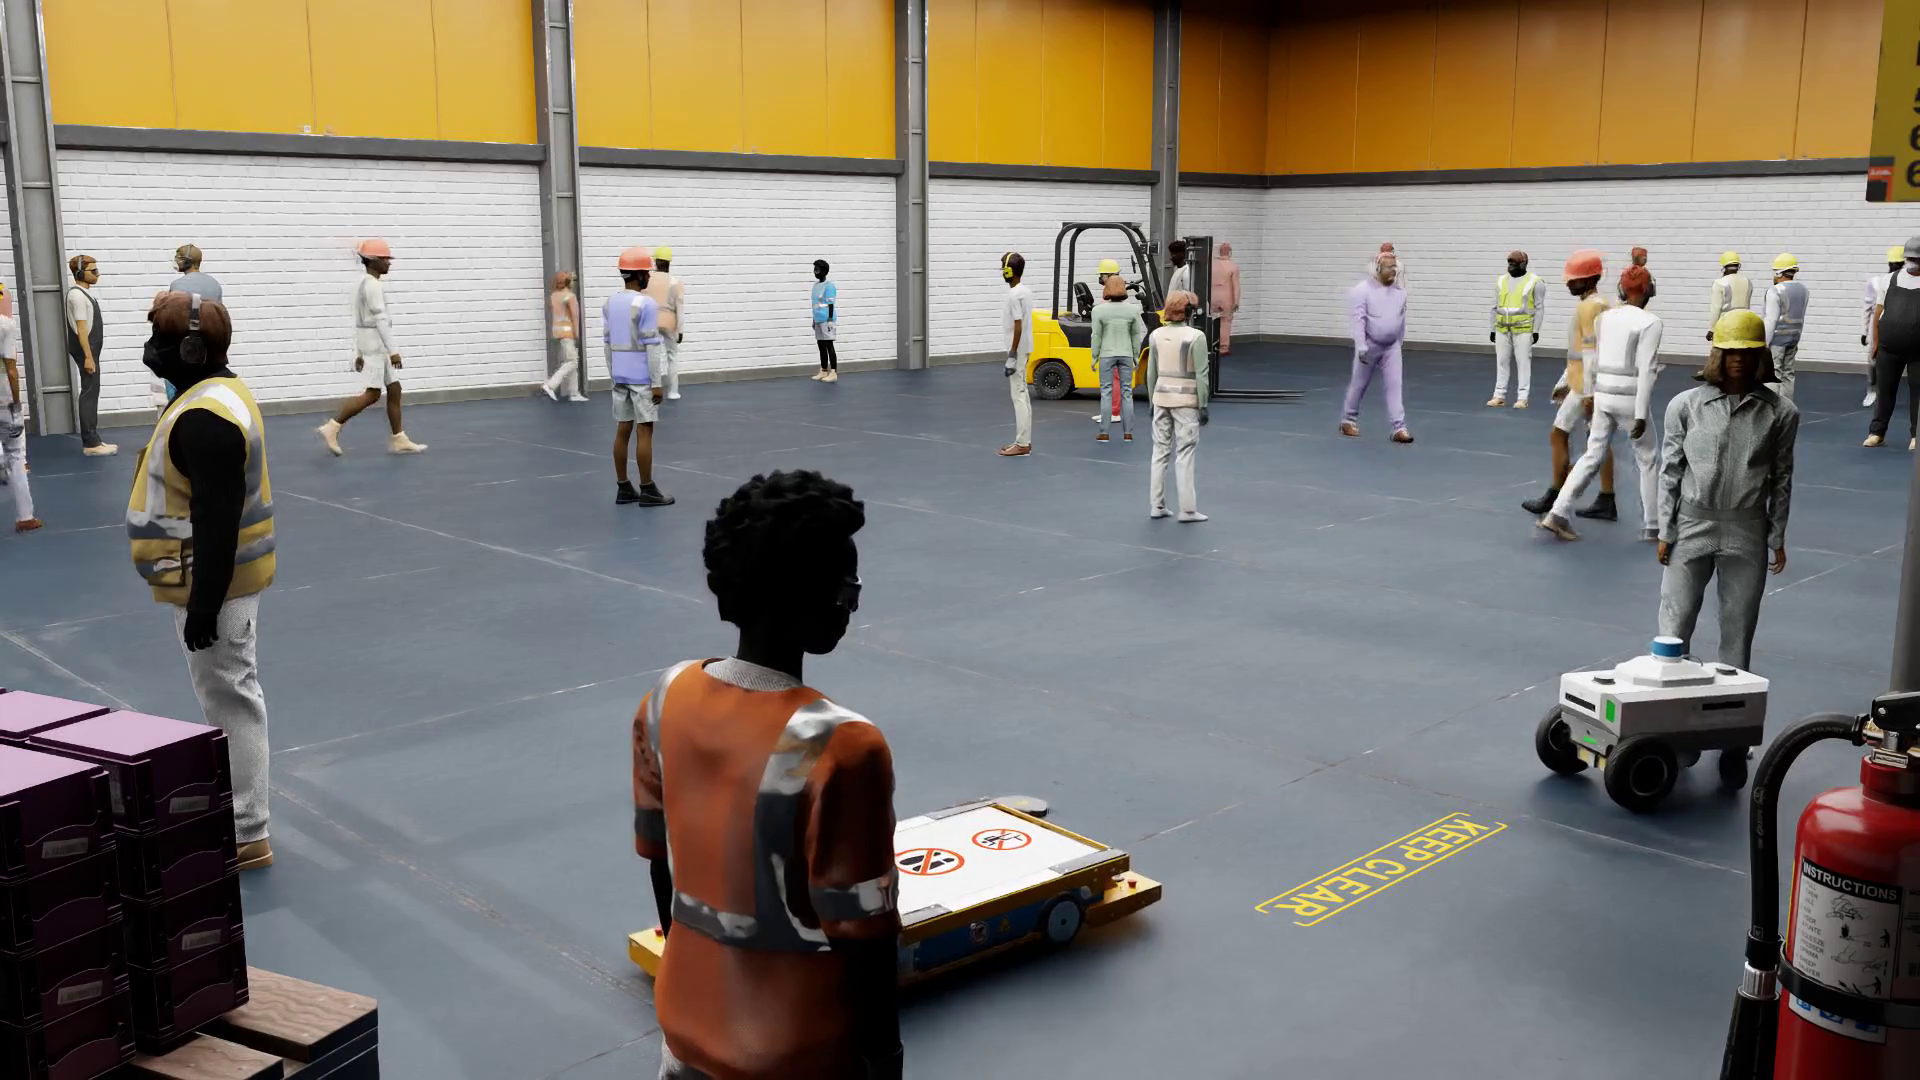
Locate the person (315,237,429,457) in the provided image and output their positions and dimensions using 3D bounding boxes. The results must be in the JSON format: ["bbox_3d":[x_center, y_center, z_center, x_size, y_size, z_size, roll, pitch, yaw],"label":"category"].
[{"bbox_3d":[-5.433,-1.755,15.216,0.912,2.016,0.606,-4,11,-21],"label":"person"}]

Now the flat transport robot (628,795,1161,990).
[{"bbox_3d":[-0.153,1.030,4.754,1.431,0.197,0.652,-8,13,-39],"label":"flat transport robot"}]

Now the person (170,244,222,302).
[{"bbox_3d":[-7.253,-1.834,15.819,0.359,1.939,0.635,2,11,12],"label":"person"}]

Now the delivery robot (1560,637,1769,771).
[{"bbox_3d":[2.575,0.598,6.083,0.707,0.478,0.477,-3,11,-14],"label":"delivery robot"}]

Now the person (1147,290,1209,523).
[{"bbox_3d":[1.541,-0.941,11.775,0.310,1.636,0.522,-9,14,-42],"label":"person"}]

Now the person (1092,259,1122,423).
[{"bbox_3d":[1.606,-2.149,18.013,0.308,1.769,0.524,-1,10,-3],"label":"person"}]

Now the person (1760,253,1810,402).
[{"bbox_3d":[8.672,-2.110,17.614,0.600,1.831,0.404,-6,12,-29],"label":"person"}]

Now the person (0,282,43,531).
[{"bbox_3d":[-6.499,-0.890,11.041,0.532,1.824,0.921,-1,10,-5],"label":"person"}]

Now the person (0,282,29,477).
[{"bbox_3d":[-8.191,-1.529,14.037,0.614,1.987,0.404,7,13,34],"label":"person"}]

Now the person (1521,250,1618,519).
[{"bbox_3d":[4.393,-1.091,11.823,0.720,1.908,0.582,7,13,34],"label":"person"}]

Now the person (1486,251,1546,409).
[{"bbox_3d":[6.512,-2.460,19.532,0.637,1.841,0.429,10,15,44],"label":"person"}]

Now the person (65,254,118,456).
[{"bbox_3d":[-8.027,-1.699,15.341,0.331,1.844,0.520,-5,11,-24],"label":"person"}]

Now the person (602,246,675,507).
[{"bbox_3d":[-2.418,-1.217,12.458,0.546,1.939,0.375,8,13,38],"label":"person"}]

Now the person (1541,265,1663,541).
[{"bbox_3d":[4.323,-0.889,10.967,0.945,1.845,0.571,-4,11,-23],"label":"person"}]

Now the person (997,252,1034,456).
[{"bbox_3d":[0.507,-1.697,15.282,0.333,1.866,0.515,2,11,12],"label":"person"}]

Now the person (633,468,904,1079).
[{"bbox_3d":[-0.265,0.736,2.472,0.316,1.694,0.541,-10,14,-44],"label":"person"}]

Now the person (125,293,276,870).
[{"bbox_3d":[-2.403,0.142,5.306,0.429,1.847,0.627,-4,11,-23],"label":"person"}]

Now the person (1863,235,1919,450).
[{"bbox_3d":[8.974,-1.870,15.739,0.674,2.000,0.535,9,14,41],"label":"person"}]

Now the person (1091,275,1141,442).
[{"bbox_3d":[1.526,-1.775,16.327,0.500,1.636,0.285,-1,10,-8],"label":"person"}]

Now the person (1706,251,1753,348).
[{"bbox_3d":[9.427,-2.629,20.457,0.591,1.829,0.404,-4,11,-21],"label":"person"}]

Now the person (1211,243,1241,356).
[{"bbox_3d":[4.400,-4.034,27.936,0.670,1.893,0.487,8,13,37],"label":"person"}]

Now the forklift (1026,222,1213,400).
[{"bbox_3d":[1.935,-2.847,20.651,2.313,2.155,1.214,2,11,13],"label":"forklift"}]

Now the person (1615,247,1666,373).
[{"bbox_3d":[9.743,-3.266,23.900,0.965,1.836,0.575,7,13,34],"label":"person"}]

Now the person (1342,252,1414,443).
[{"bbox_3d":[4.150,-1.916,16.495,0.636,1.863,0.992,-3,11,-14],"label":"person"}]

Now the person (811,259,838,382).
[{"bbox_3d":[-1.892,-3.040,23.077,0.319,1.691,0.535,-7,12,-32],"label":"person"}]

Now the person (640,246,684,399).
[{"bbox_3d":[-3.648,-2.629,20.278,0.591,1.899,0.810,1,10,3],"label":"person"}]

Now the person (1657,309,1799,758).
[{"bbox_3d":[2.955,-0.018,6.454,0.483,1.745,0.301,3,11,16],"label":"person"}]

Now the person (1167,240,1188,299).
[{"bbox_3d":[2.890,-2.949,21.848,0.375,1.959,0.603,-1,10,-7],"label":"person"}]

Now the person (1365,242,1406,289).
[{"bbox_3d":[6.886,-3.861,26.963,0.653,1.906,0.405,5,11,24],"label":"person"}]

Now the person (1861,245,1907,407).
[{"bbox_3d":[10.742,-2.438,19.211,0.586,1.914,0.408,6,12,28],"label":"person"}]

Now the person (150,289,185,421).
[{"bbox_3d":[-5.587,-0.956,11.846,0.315,1.641,0.514,-4,11,-20],"label":"person"}]

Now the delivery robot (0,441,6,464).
[{"bbox_3d":[-8.019,-0.753,13.449,0.707,0.478,0.477,-5,12,-25],"label":"delivery robot"}]

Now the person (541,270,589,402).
[{"bbox_3d":[-4.793,-2.448,20.082,0.585,1.617,0.525,-9,13,-39],"label":"person"}]
